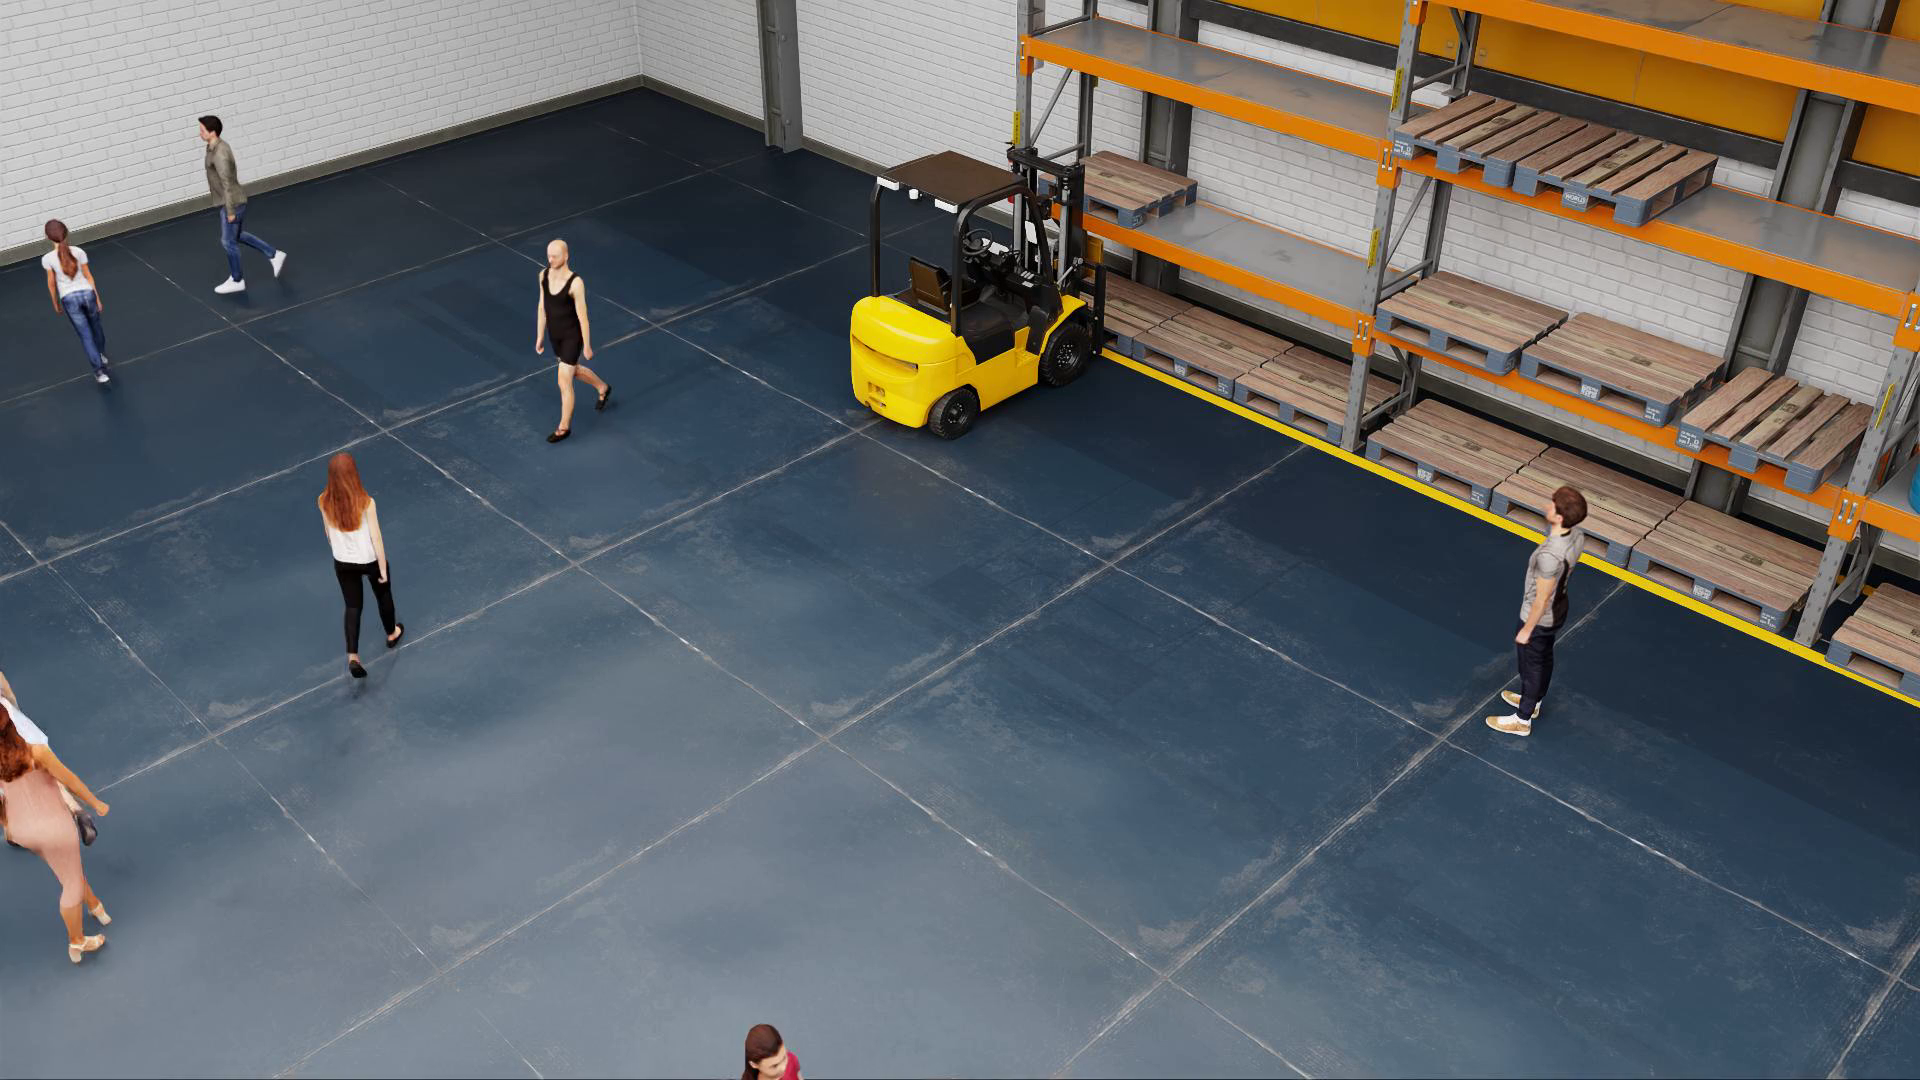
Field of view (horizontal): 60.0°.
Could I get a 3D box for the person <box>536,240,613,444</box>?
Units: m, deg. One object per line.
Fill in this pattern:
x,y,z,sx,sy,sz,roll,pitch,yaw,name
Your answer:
-3.390,-1.804,14.579,1.098,1.784,0.811,23,40,30,person

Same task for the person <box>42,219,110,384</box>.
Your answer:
-8.134,-2.179,15.382,0.679,1.521,1.100,-22,39,-29,person

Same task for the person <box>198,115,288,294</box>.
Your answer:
-7.401,-3.461,17.011,1.014,1.853,1.062,-13,36,-19,person

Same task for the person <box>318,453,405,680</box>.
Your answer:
-4.240,0.195,11.647,1.002,1.702,1.061,0,34,0,person

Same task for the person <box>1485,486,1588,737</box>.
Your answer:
3.880,0.475,11.050,0.593,1.896,0.671,24,40,31,person

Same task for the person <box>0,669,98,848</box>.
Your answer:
-5.714,1.243,9.986,1.136,1.796,0.937,11,35,15,person

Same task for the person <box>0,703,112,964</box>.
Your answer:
-5.173,1.670,9.332,0.846,1.808,0.907,3,34,5,person

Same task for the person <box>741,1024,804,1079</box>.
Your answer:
-0.932,2.797,7.901,1.101,1.515,0.689,20,38,27,person
